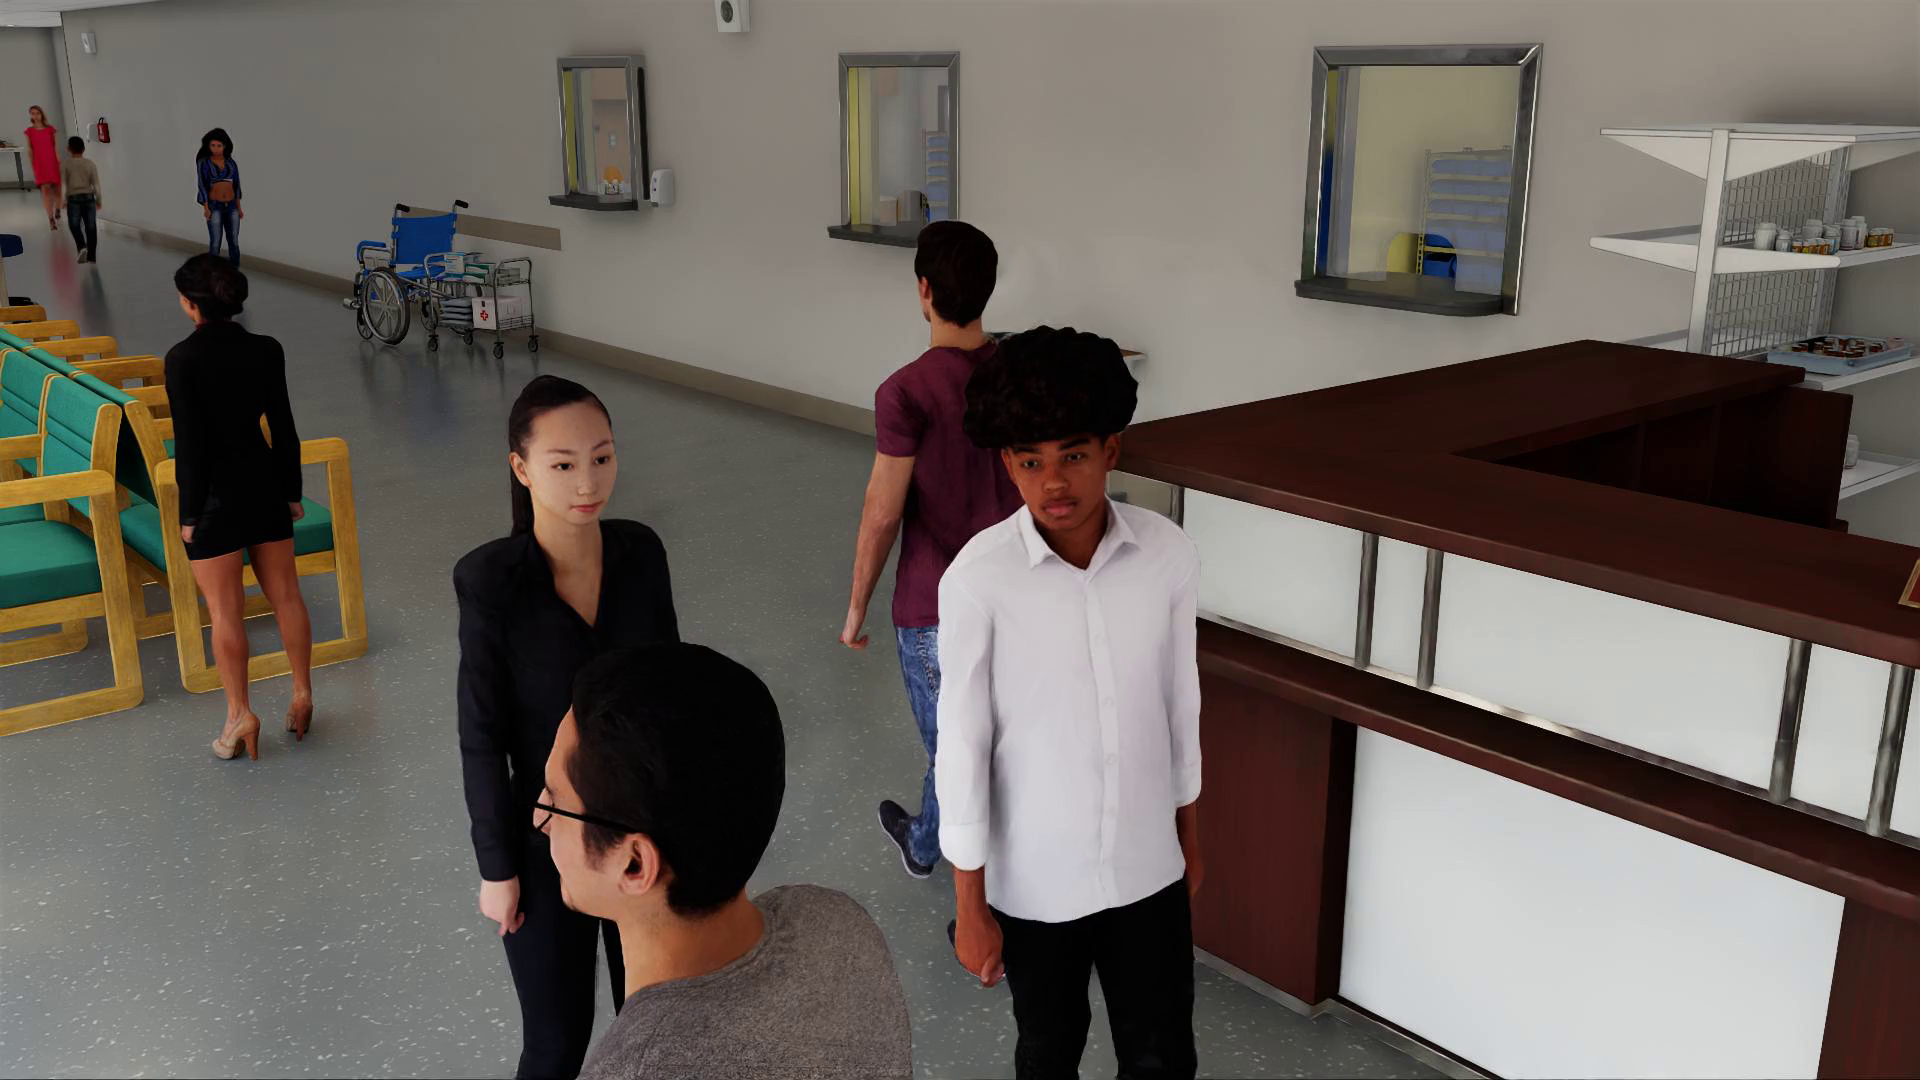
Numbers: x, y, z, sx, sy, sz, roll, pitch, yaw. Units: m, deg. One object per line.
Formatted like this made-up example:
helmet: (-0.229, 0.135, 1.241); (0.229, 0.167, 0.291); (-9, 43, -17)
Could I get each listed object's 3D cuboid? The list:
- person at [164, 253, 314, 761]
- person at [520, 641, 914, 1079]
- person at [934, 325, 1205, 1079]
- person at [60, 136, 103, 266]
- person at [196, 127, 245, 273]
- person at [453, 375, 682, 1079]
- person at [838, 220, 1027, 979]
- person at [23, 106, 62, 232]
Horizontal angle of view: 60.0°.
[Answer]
person: (-2.319, -0.098, 5.350); (0.685, 1.641, 0.613); (12, 20, 36)
person: (-0.122, 0.928, 1.520); (0.858, 1.743, 0.801); (4, 16, 13)
person: (0.177, 0.501, 2.952); (0.763, 1.788, 0.854); (-5, 16, -16)
person: (-10.117, -3.894, 19.155); (0.631, 1.456, 0.676); (-10, 19, -32)
person: (-7.625, -3.427, 17.182); (0.489, 1.627, 0.663); (-14, 21, -41)
person: (-0.656, 0.550, 2.923); (0.421, 1.709, 0.634); (-13, 21, -40)
person: (0.064, 0.190, 4.002); (0.971, 1.818, 0.769); (-12, 19, -35)
person: (-12.918, -5.262, 23.542); (0.889, 1.708, 0.743); (-9, 18, -28)
